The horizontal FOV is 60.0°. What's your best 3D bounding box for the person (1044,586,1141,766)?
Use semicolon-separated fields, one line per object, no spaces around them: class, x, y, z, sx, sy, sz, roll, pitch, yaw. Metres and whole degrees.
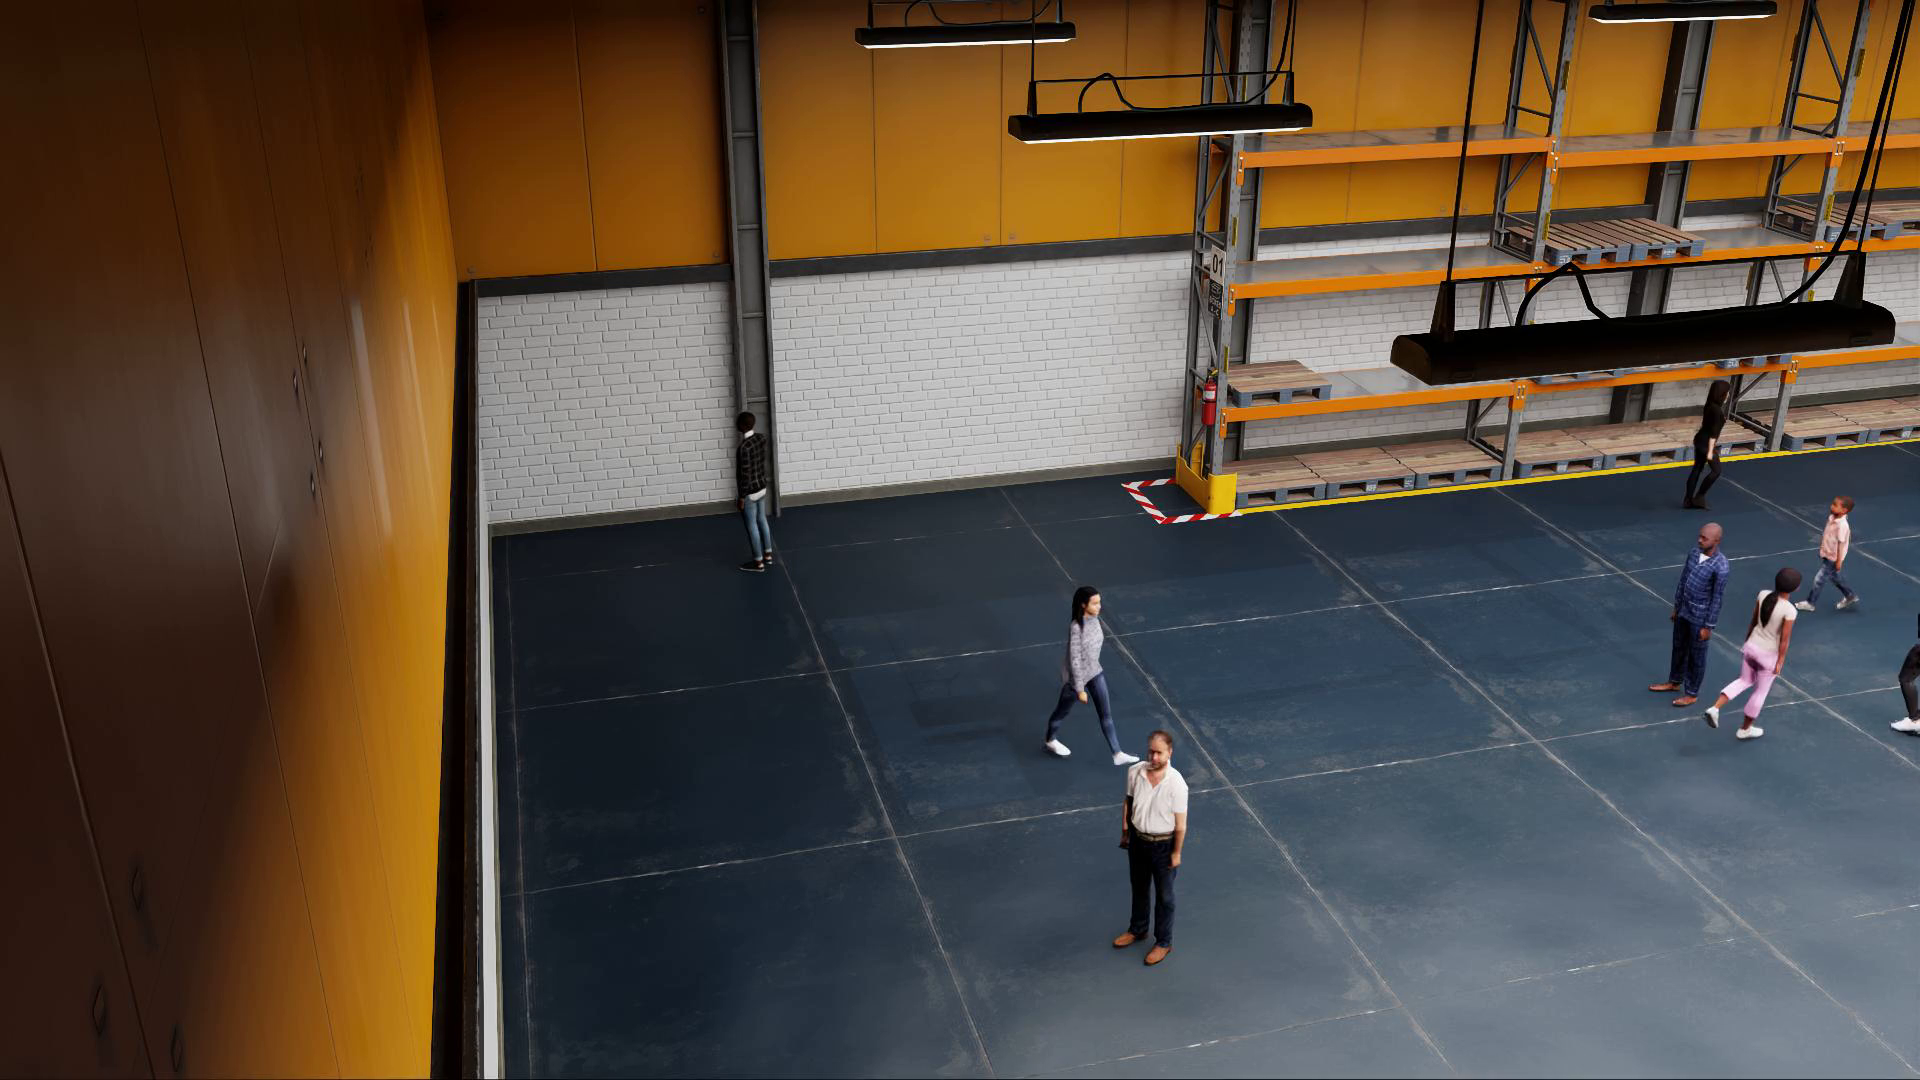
person;0.983;1.188;14.540;1.168;1.682;1.163;16;28;32

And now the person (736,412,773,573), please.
person;-2.280;-0.544;18.331;0.766;1.819;0.744;9;25;20

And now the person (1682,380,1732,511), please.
person;8.854;-1.129;19.901;0.650;1.633;0.664;1;24;1

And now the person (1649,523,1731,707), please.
person;6.889;0.665;15.562;0.609;1.820;0.664;-8;25;-17

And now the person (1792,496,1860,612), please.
person;9.196;0.159;17.378;0.964;1.293;0.740;4;24;10

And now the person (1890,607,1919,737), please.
person;8.843;1.025;14.945;0.785;1.655;0.681;22;32;40

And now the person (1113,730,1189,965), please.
person;1.418;2.183;12.045;0.753;1.856;0.756;21;31;39

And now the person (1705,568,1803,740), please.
person;7.098;1.040;14.827;0.866;1.724;0.652;-12;26;-26
